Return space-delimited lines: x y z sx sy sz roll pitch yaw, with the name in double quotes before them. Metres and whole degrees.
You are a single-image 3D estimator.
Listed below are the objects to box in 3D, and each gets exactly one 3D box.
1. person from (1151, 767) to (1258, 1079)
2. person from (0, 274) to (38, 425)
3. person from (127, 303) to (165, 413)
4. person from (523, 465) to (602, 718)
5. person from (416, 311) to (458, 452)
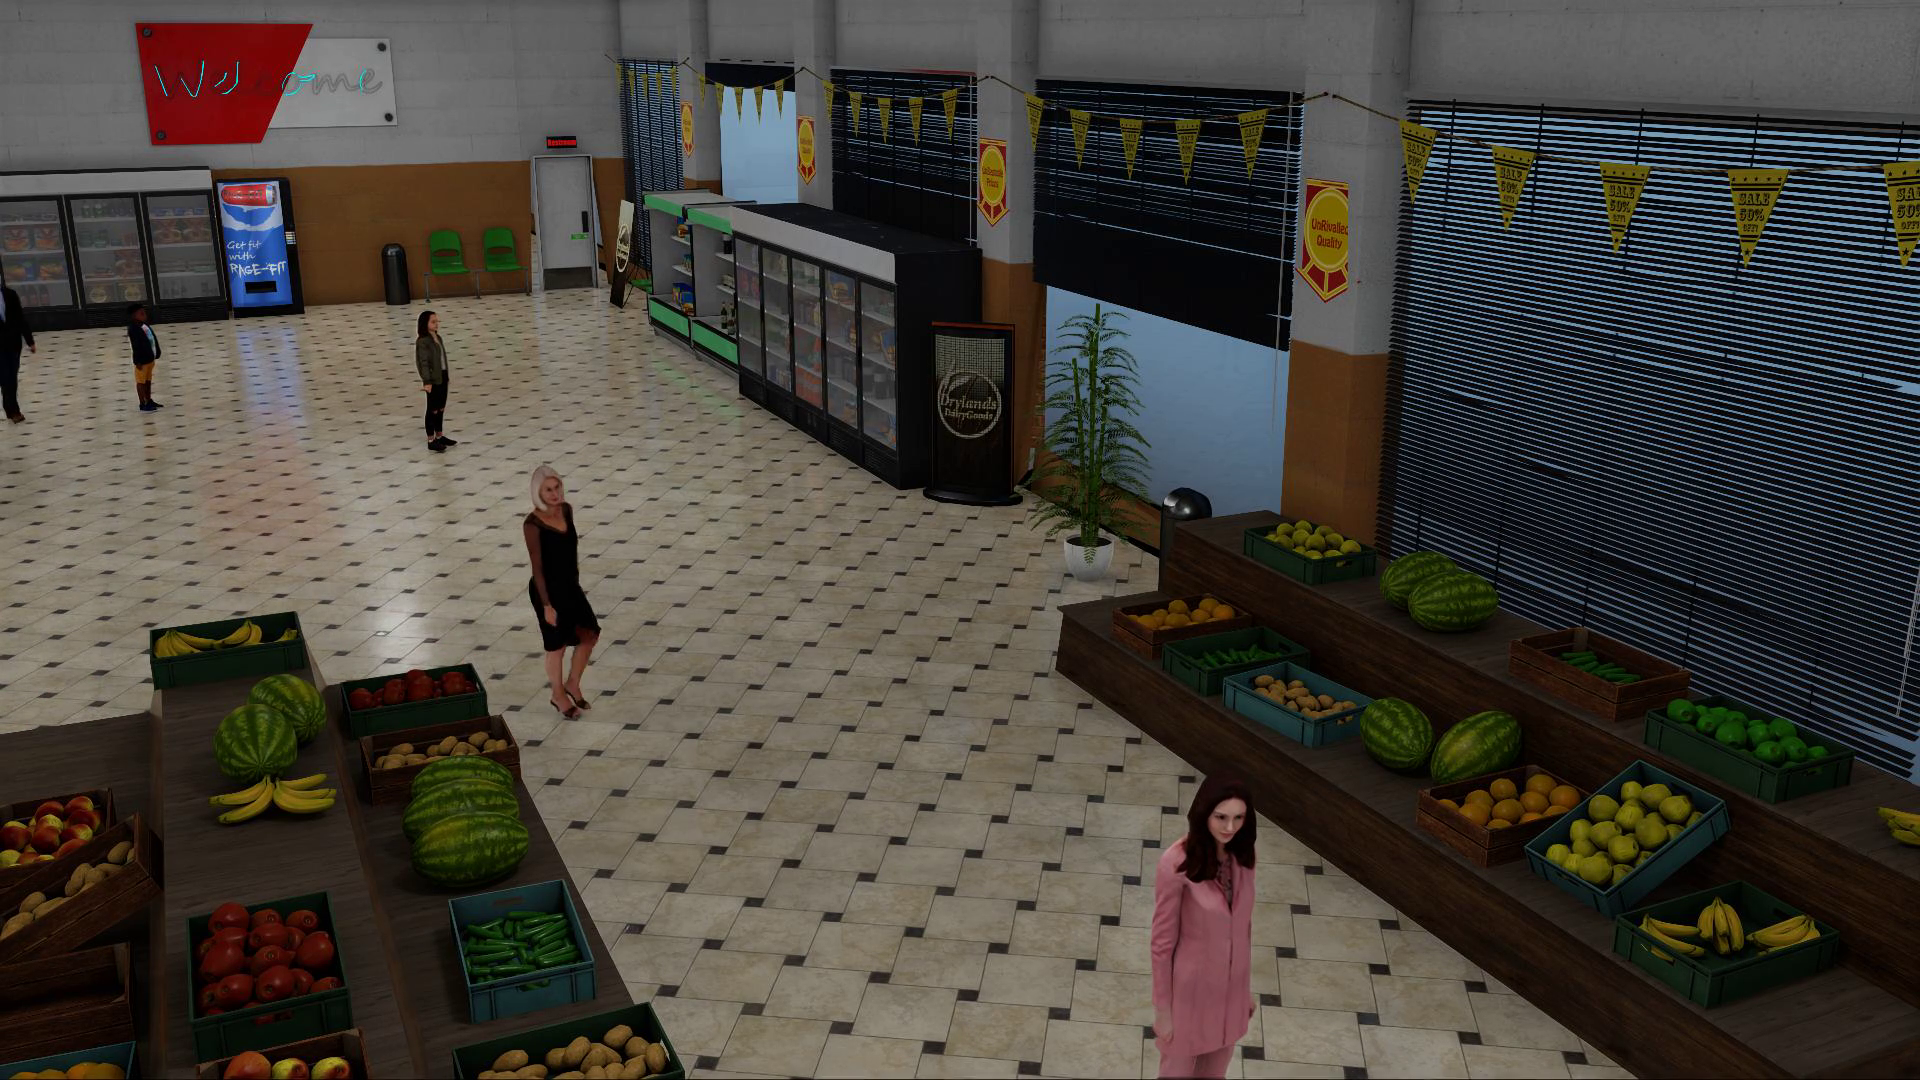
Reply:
"person" 0.884 1.656 6.114 0.618 1.801 0.532 -9 19 -27
"person" -10.921 -2.224 18.945 1.127 1.769 0.960 12 21 35
"person" -9.628 -2.159 19.590 0.657 1.270 0.566 -1 17 -2
"person" -2.634 0.340 10.588 0.799 1.718 0.757 8 19 25
"person" -5.613 -1.712 17.767 0.721 1.475 0.623 3 17 10
